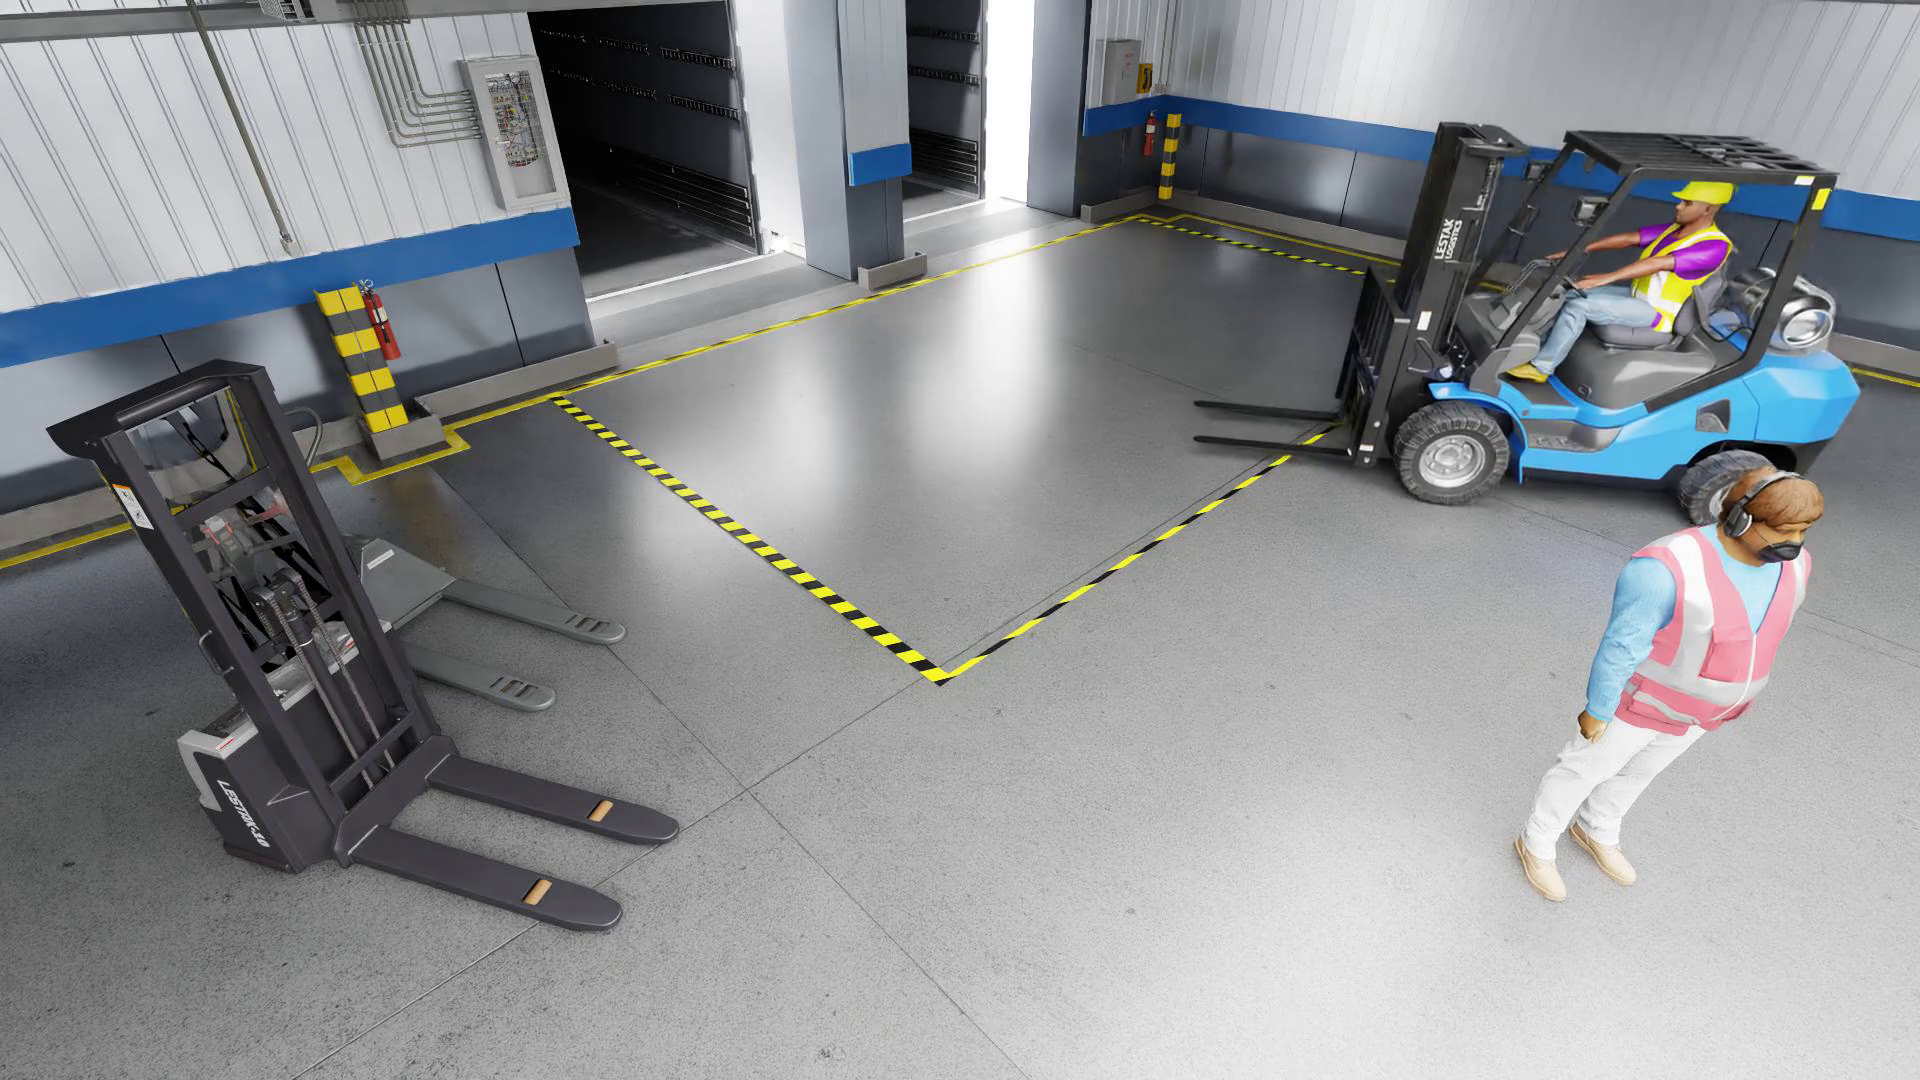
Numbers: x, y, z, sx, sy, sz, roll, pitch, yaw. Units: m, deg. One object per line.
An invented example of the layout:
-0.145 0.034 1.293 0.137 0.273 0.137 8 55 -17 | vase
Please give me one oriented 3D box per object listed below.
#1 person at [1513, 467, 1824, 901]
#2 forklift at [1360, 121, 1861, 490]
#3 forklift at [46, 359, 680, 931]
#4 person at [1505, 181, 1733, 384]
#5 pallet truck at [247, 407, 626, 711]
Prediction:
2.511 0.569 3.276 0.626 1.844 0.429 -6 35 -9 | person
4.065 -1.444 5.782 2.680 2.036 1.157 7 35 10 | forklift
-2.135 0.422 3.354 1.885 1.965 0.823 10 35 14 | forklift
4.009 -1.610 5.693 1.004 1.293 0.635 7 35 10 | person
-2.628 0.038 4.590 1.601 1.201 0.680 12 36 18 | pallet truck
